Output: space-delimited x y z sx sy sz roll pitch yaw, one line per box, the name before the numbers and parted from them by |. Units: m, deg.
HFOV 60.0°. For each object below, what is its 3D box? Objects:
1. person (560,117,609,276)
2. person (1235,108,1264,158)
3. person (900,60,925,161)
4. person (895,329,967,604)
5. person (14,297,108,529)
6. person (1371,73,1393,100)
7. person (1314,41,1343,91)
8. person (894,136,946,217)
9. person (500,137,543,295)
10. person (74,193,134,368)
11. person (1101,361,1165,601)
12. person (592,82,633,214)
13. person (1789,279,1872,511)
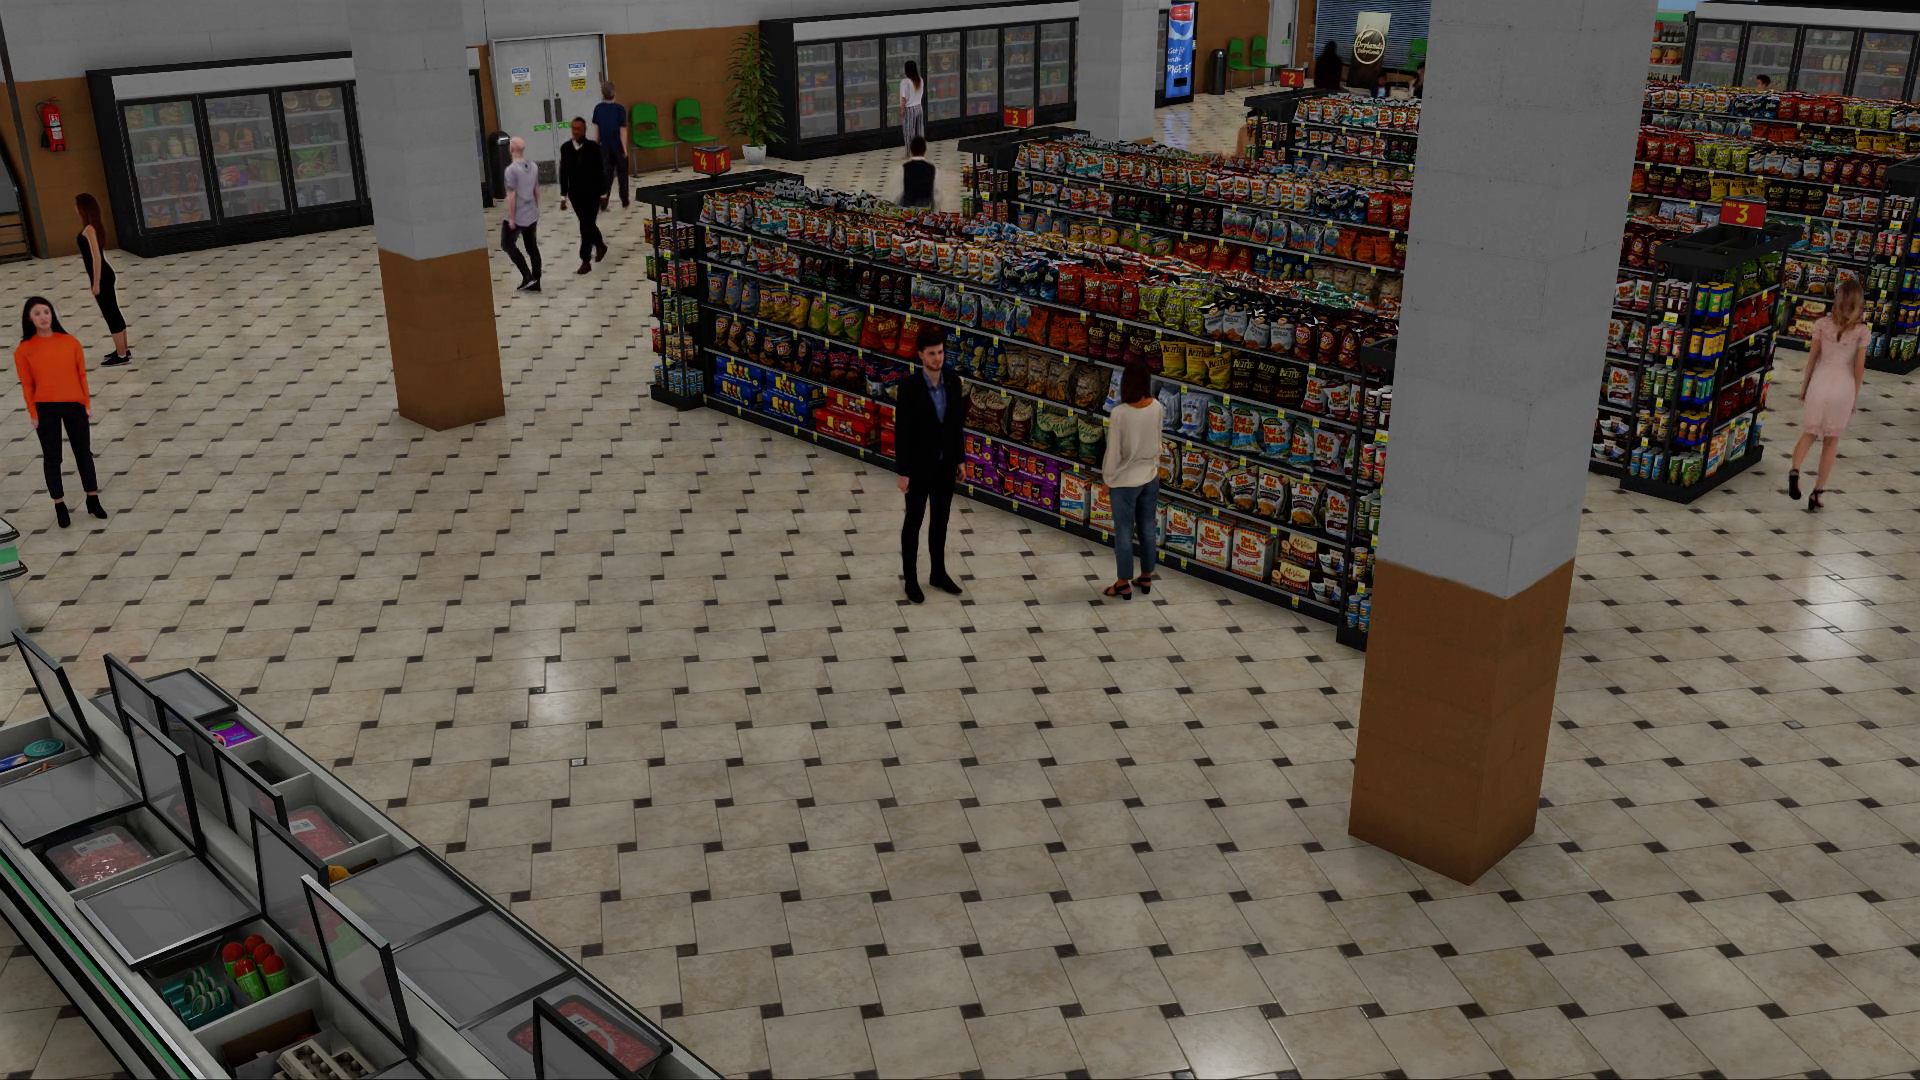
person | -4.637 -4.295 20.717 1.298 1.855 1.209 4 22 10
person | 3.932 -4.991 22.645 0.785 1.710 1.146 -18 28 -38
person | -0.831 -7.451 28.808 0.621 1.680 0.684 18 28 38
person | -0.204 -0.523 11.283 0.745 1.891 0.676 -13 25 -30
person | -6.835 -0.983 12.620 0.624 1.747 0.564 -18 28 -38
person | 7.739 -7.947 30.631 0.865 1.241 0.909 1 22 3
person | 6.909 -8.449 31.251 1.056 1.711 1.065 3 22 8
person | -0.472 -3.570 18.901 1.260 1.865 1.306 0 22 1
person | -5.059 -3.767 19.448 0.723 1.822 0.751 13 25 29
person | -8.635 -2.626 16.738 0.711 1.726 0.594 -7 23 -16
person | 1.181 -0.408 11.276 0.662 1.683 0.613 -13 25 -29
person | -5.069 -5.660 24.148 1.175 1.831 1.162 2 22 5
person | 6.626 -1.066 12.741 0.744 1.811 0.622 20 30 41
